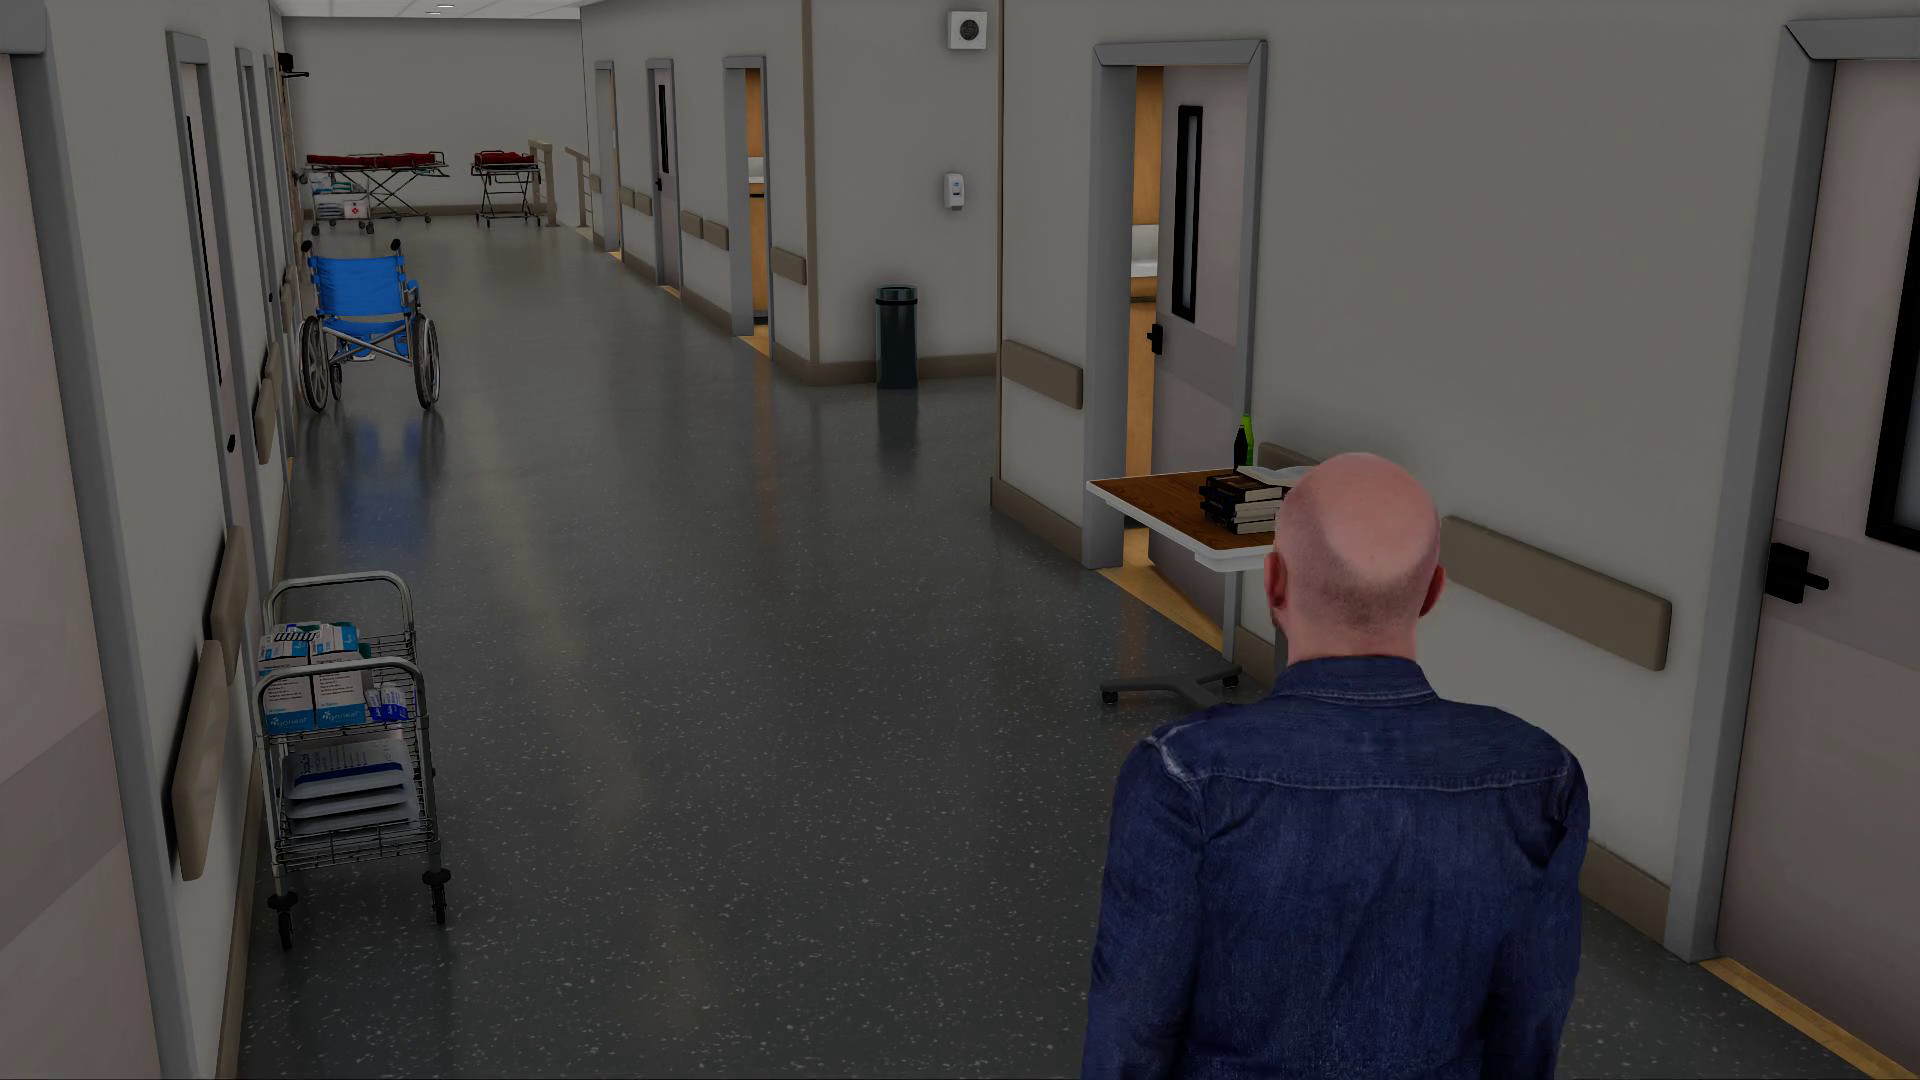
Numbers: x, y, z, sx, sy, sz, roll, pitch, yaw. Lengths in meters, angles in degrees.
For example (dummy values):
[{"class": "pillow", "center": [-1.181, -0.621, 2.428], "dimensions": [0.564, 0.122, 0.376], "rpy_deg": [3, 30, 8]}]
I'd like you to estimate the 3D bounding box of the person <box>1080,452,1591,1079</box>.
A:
[{"class": "person", "center": [0.398, 0.817, 1.858], "dimensions": [0.804, 1.808, 0.887], "rpy_deg": [-3, 16, -11]}]
